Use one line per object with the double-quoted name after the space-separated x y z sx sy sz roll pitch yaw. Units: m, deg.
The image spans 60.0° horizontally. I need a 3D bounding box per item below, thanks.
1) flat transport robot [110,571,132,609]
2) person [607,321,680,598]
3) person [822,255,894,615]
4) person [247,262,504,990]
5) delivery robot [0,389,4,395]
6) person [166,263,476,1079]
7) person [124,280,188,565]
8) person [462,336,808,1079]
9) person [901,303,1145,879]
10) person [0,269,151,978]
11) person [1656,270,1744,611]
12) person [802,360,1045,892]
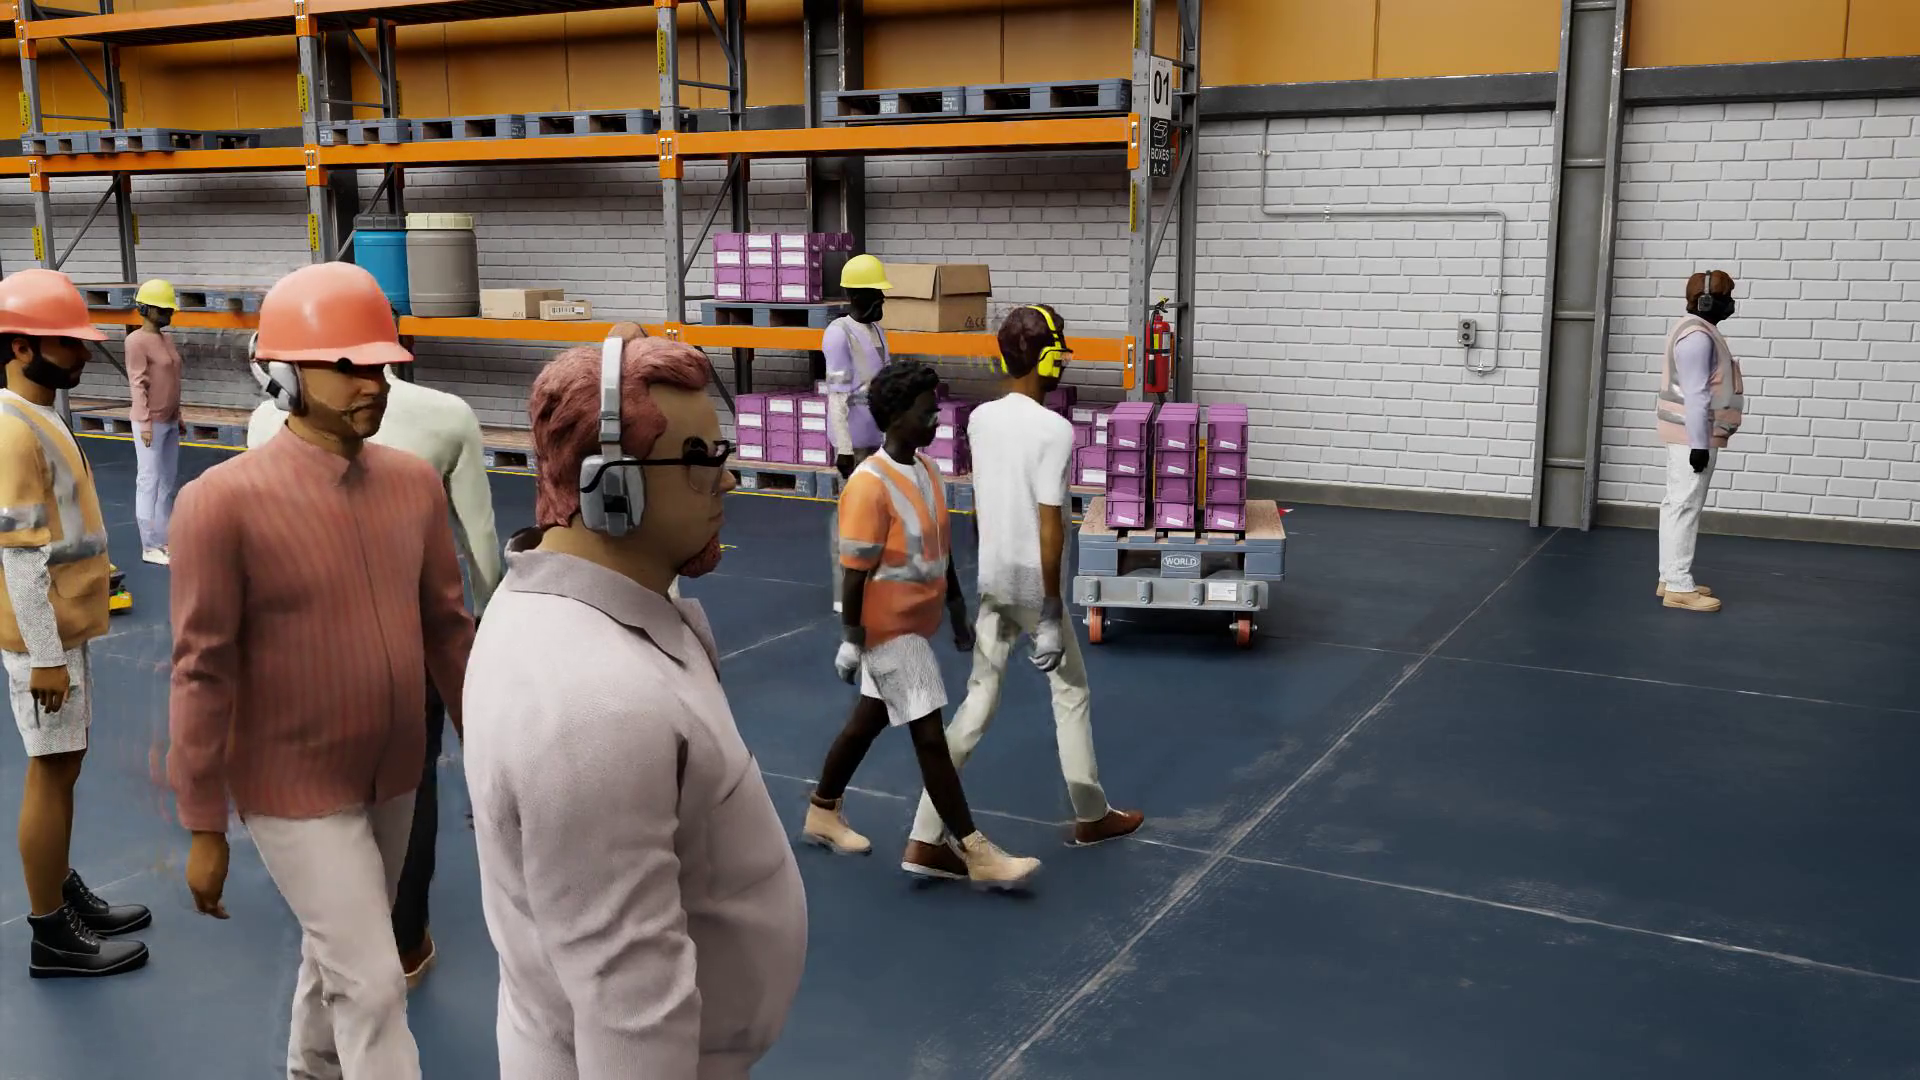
-5.163 0.213 9.256 0.652 0.197 1.431 -9 13 -40 "flat transport robot"
-1.517 -0.200 7.779 0.523 1.636 0.311 -5 11 -23 "person"
-0.518 -0.554 8.923 0.369 1.927 0.587 4 11 19 "person"
-1.618 0.201 4.701 0.632 1.943 0.907 -2 11 -12 "person"
-10.392 -1.462 17.403 0.707 0.478 0.477 -6 12 -32 "delivery robot"
-1.071 0.472 3.187 0.905 1.960 0.647 5 11 24 "person"
-4.974 -0.733 10.369 0.328 1.759 0.523 0 10 -2 "person"
-0.391 0.700 2.103 0.408 1.906 0.653 -3 11 -17 "person"
0.177 0.164 5.302 0.988 1.825 0.542 -9 13 -39 "person"
-2.475 0.232 4.588 0.364 1.934 0.553 -4 11 -22 "person"
4.049 -0.549 9.126 0.429 1.845 0.621 4 11 19 "person"
-0.161 0.260 5.222 0.894 1.645 0.538 4 11 20 "person"
